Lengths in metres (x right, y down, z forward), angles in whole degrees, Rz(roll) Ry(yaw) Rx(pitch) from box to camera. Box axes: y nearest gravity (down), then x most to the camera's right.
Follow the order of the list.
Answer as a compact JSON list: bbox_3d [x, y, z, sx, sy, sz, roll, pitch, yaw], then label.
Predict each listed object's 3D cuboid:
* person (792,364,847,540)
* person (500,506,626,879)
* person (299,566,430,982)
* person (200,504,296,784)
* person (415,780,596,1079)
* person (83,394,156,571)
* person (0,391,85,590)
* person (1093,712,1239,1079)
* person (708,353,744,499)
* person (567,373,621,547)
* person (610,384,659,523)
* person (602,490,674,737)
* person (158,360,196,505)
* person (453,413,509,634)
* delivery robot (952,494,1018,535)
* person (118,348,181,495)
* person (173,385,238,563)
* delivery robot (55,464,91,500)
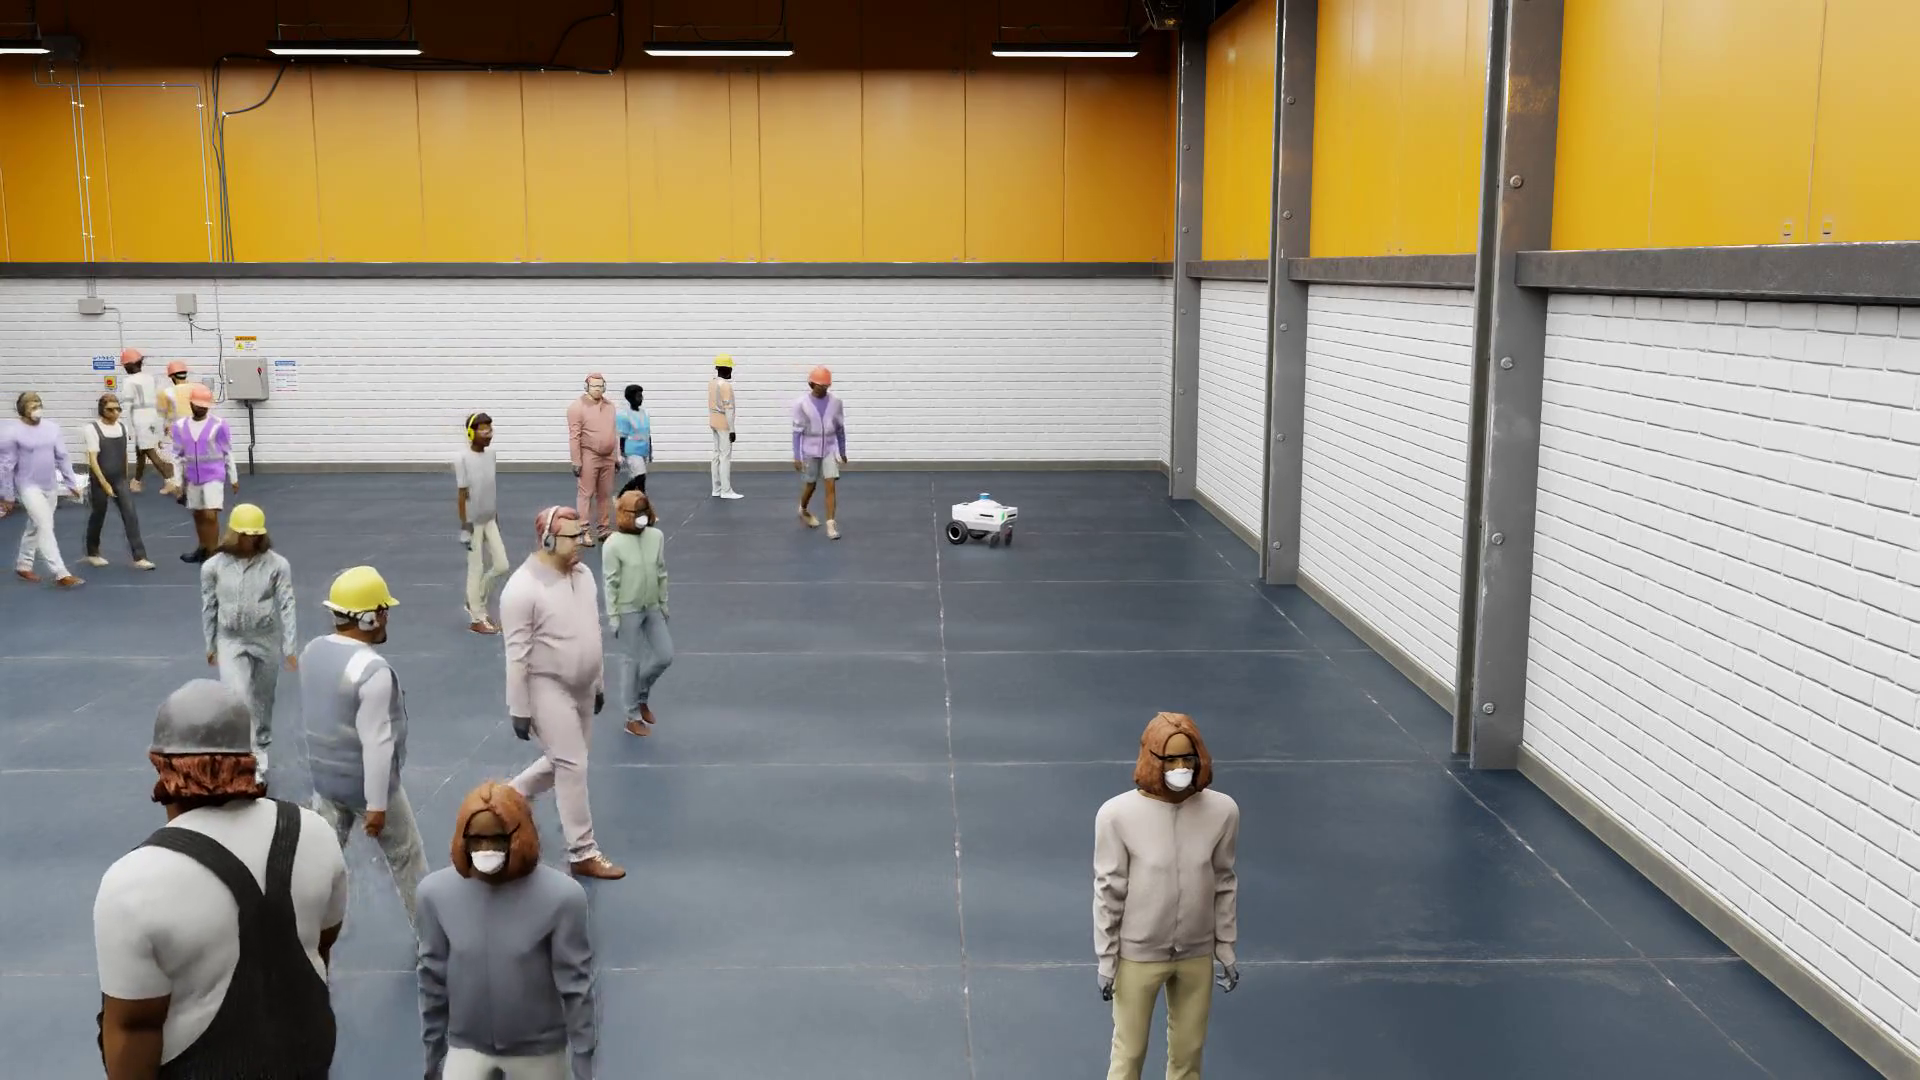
[{"bbox_3d":[-1.621,-1.030,18.948,0.660,1.990,0.967,-3,10,-20],"label":"person"},{"bbox_3d":[-2.069,0.746,8.372,0.822,1.879,0.643,4,10,21],"label":"person"},{"bbox_3d":[-2.589,0.998,7.086,0.591,1.791,0.923,6,11,35],"label":"person"},{"bbox_3d":[-4.132,0.618,9.699,0.498,1.676,0.960,-5,10,-26],"label":"person"},{"bbox_3d":[-1.281,1.469,4.694,0.518,1.615,0.497,0,9,-1],"label":"person"},{"bbox_3d":[-8.579,-0.585,16.784,0.945,1.797,0.496,6,11,32],"label":"person"},{"bbox_3d":[-8.790,-0.480,15.850,1.022,1.893,0.631,3,10,19],"label":"person"},{"bbox_3d":[0.668,1.352,5.384,0.500,1.633,0.284,-3,10,-16],"label":"person"},{"bbox_3d":[-3.121,-1.503,21.986,0.365,1.927,0.588,-6,11,-32],"label":"person"},{"bbox_3d":[-3.984,-0.884,18.266,0.402,1.904,0.652,7,12,36],"label":"person"},{"bbox_3d":[-3.948,-1.051,19.991,0.739,1.669,0.534,4,10,25],"label":"person"},{"bbox_3d":[-2.072,0.478,10.780,0.345,1.617,0.519,8,12,40],"label":"person"},{"bbox_3d":[-9.811,-1.333,21.107,0.562,1.893,0.953,-9,13,-43],"label":"person"},{"bbox_3d":[-3.984,-0.129,13.797,0.396,1.858,0.532,5,11,28],"label":"person"},{"bbox_3d":[0.275,-0.269,18.330,0.707,0.478,0.477,6,11,32],"label":"delivery robot"},{"bbox_3d":[-10.922,-1.576,22.298,1.022,1.989,0.615,2,9,9],"label":"person"},{"bbox_3d":[-7.701,-0.642,16.887,0.677,1.885,0.617,1,9,4],"label":"person"},{"bbox_3d":[-11.420,-0.717,21.080,0.707,0.478,0.477,-3,10,-16],"label":"delivery robot"}]
